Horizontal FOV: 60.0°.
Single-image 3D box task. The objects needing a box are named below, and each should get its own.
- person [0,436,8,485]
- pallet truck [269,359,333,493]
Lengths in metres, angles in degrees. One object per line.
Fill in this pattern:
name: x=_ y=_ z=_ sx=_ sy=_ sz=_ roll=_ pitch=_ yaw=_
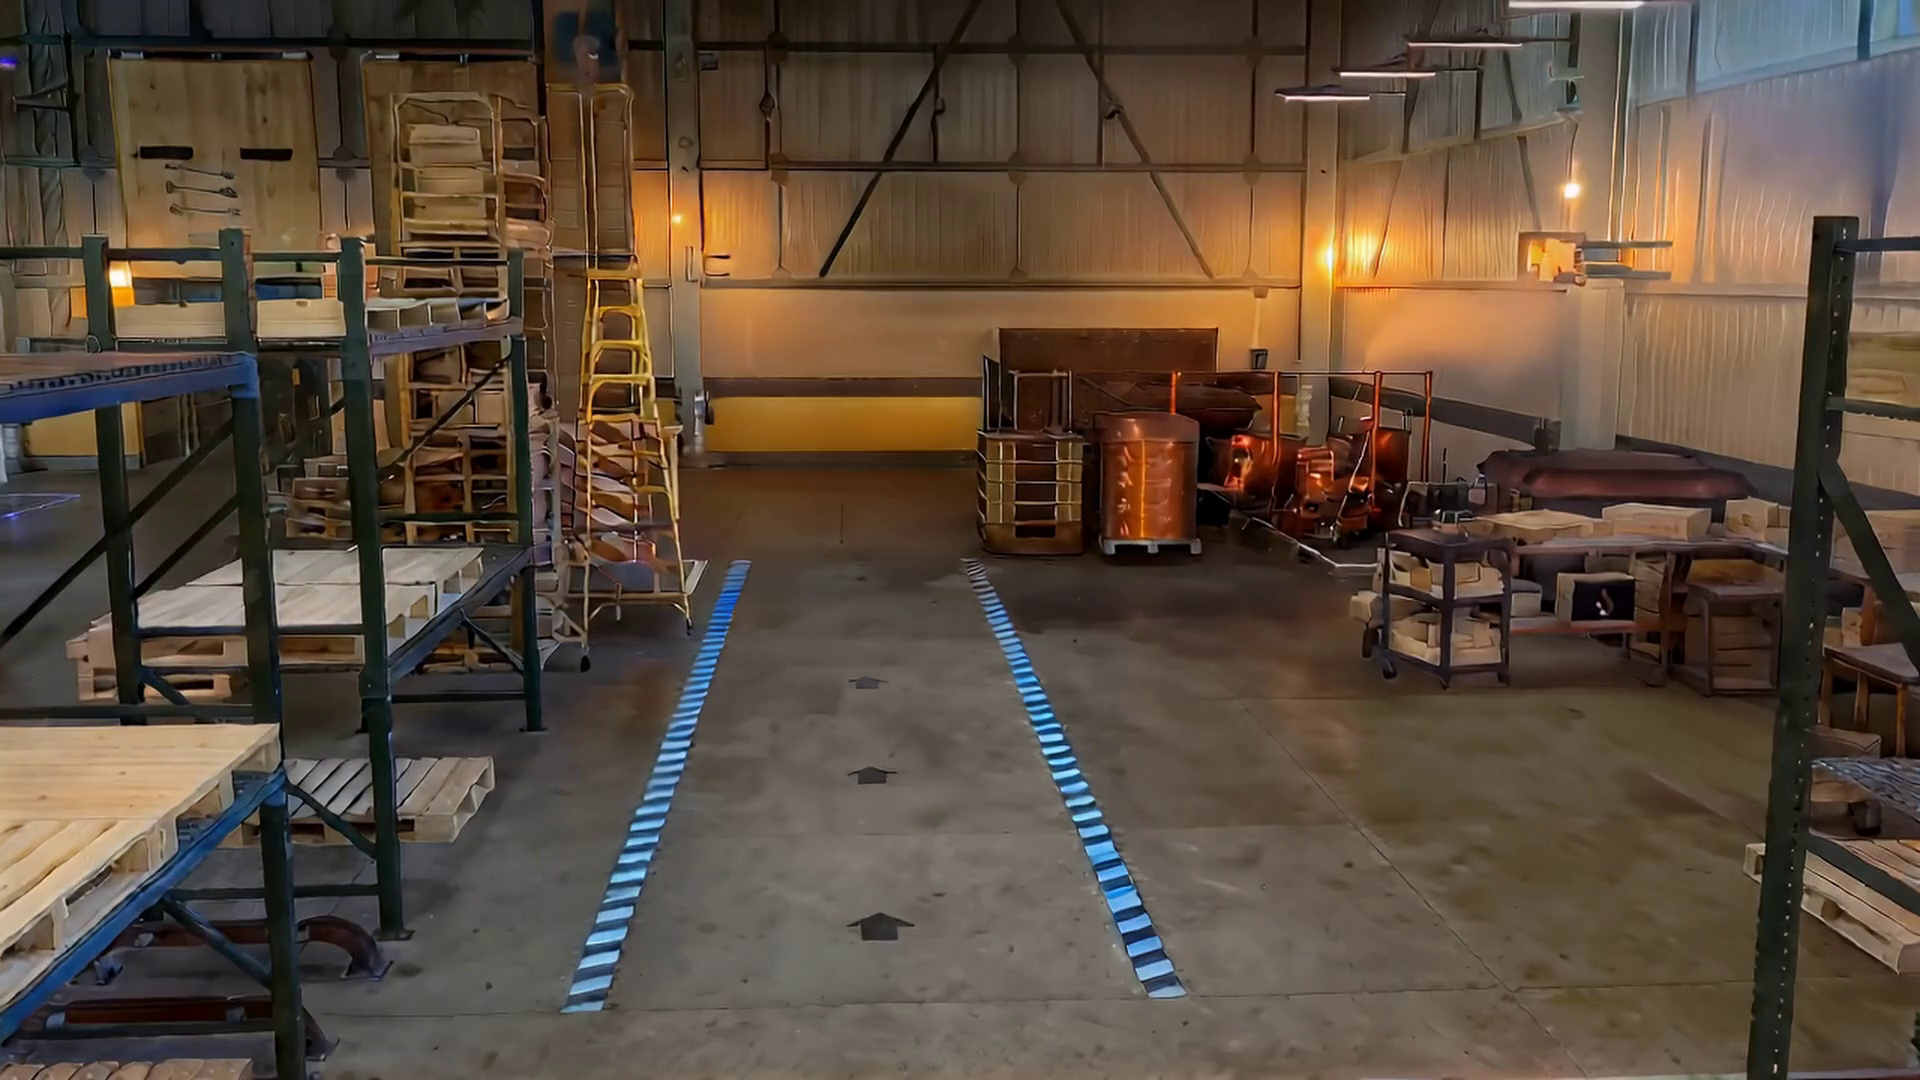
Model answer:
person: x=-13.381 y=-1.687 z=22.727 sx=0.543 sy=1.928 sz=0.393 roll=2 pitch=9 yaw=11
pallet truck: x=-7.062 y=-1.131 z=18.996 sx=1.885 sy=1.965 sz=0.823 roll=2 pitch=9 yaw=13
